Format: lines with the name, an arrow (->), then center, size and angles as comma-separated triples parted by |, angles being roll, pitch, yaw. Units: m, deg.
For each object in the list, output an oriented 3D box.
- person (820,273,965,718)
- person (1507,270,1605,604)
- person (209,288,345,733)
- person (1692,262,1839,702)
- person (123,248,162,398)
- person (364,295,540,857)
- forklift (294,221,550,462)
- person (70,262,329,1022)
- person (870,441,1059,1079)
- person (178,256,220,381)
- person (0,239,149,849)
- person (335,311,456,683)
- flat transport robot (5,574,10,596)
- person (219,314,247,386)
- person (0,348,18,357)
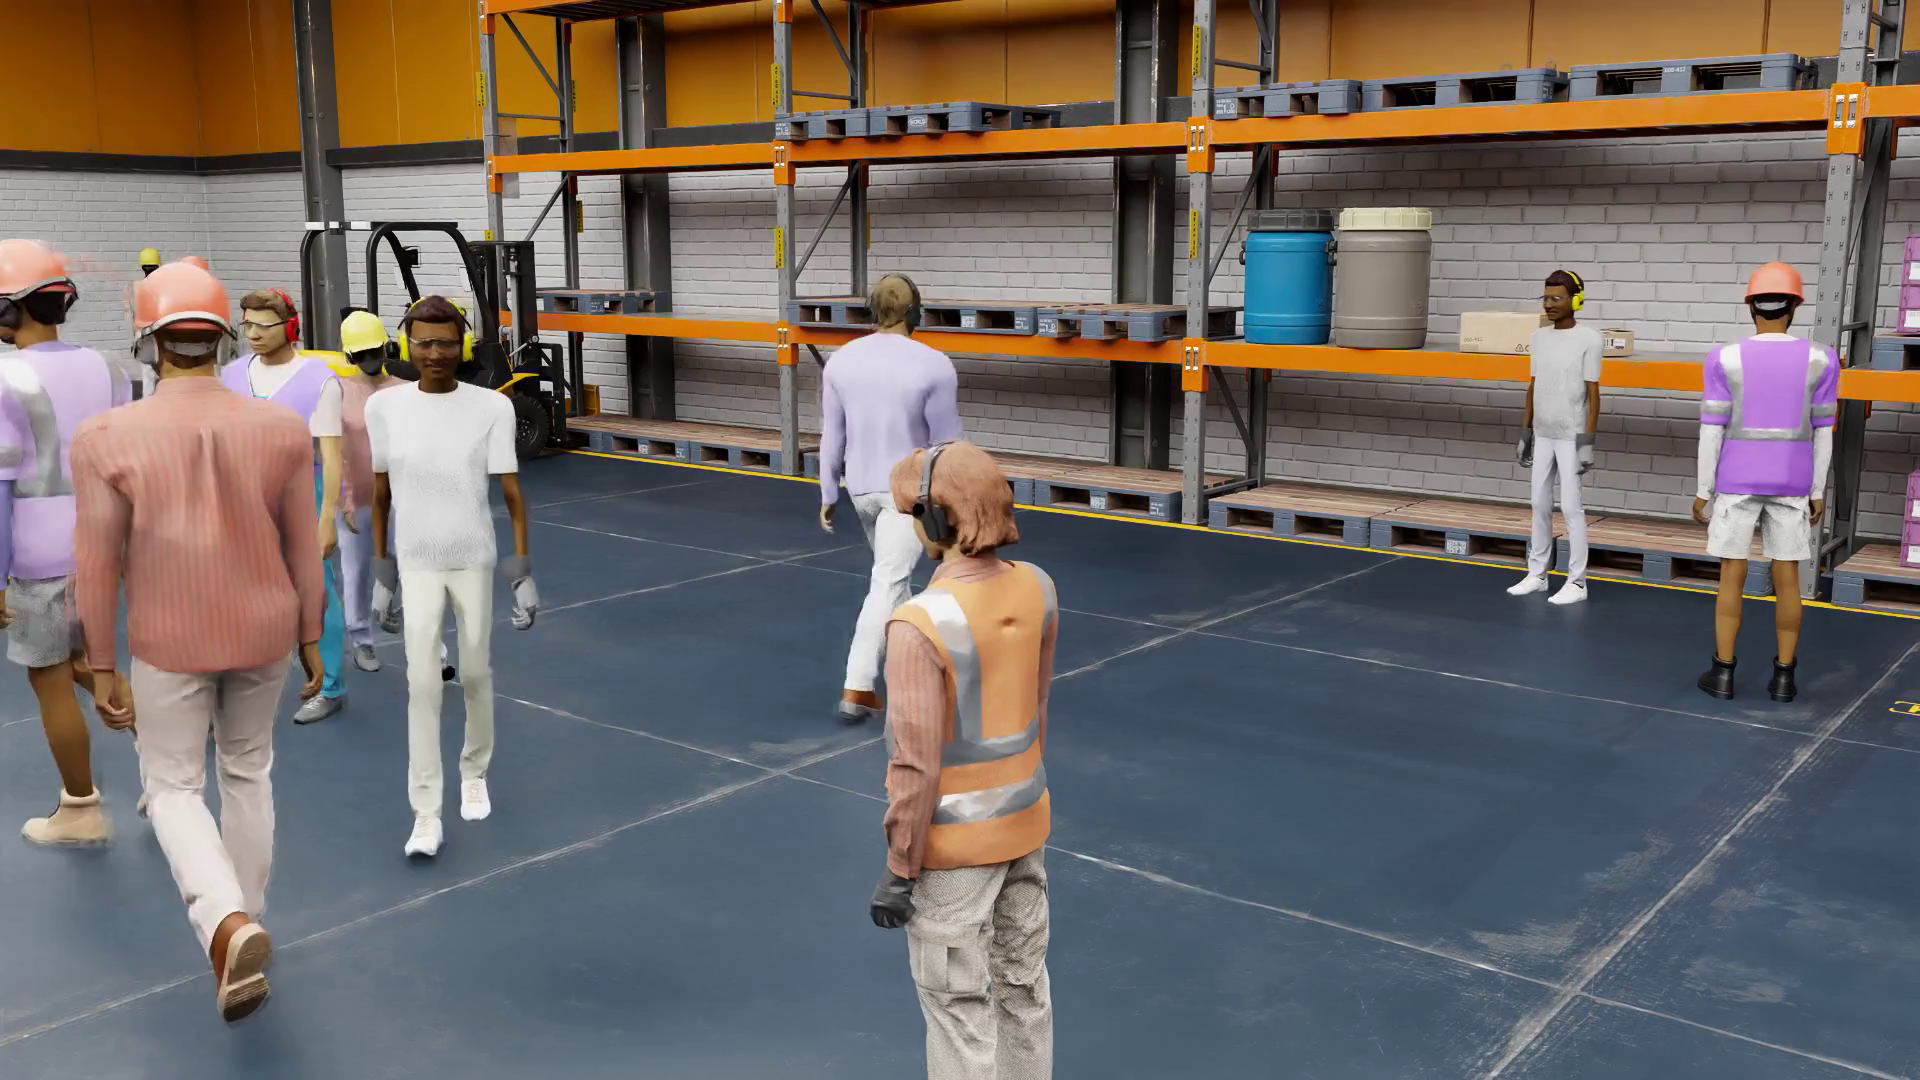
person -> -0.301, -0.208, 7.233 | 0.648, 1.890, 1.034 | 6, 12, 30
person -> 3.349, -0.572, 9.319 | 0.320, 1.860, 0.505 | -6, 12, -29
person -> -2.813, -0.099, 6.766 | 0.598, 1.819, 0.746 | 3, 11, 18
person -> 3.516, -0.246, 7.314 | 0.545, 1.927, 0.385 | 3, 11, 16
person -> -8.674, -2.171, 17.969 | 0.587, 1.930, 0.361 | -2, 10, -13
person -> -1.711, 0.104, 5.617 | 0.568, 1.853, 0.642 | -2, 10, -12
forklift -> -4.922, -1.741, 14.854 | 1.214, 2.155, 2.313 | 8, 13, 38
person -> -1.947, 0.268, 4.355 | 0.623, 1.969, 0.790 | -8, 13, -39
person -> 0.017, 0.613, 3.345 | 0.311, 1.640, 0.512 | 7, 12, 34
person -> -5.768, -1.153, 12.438 | 0.813, 1.915, 0.557 | 2, 10, 11
person -> -2.931, 0.041, 5.456 | 0.516, 2.029, 0.605 | 2, 10, 11
person -> -2.624, -0.180, 7.553 | 0.530, 1.701, 0.962 | -8, 13, -37
flat transport robot -> -5.762, 0.187, 9.500 | 1.431, 0.197, 0.652 | 0, 10, -2
person -> -6.090, -1.275, 13.559 | 0.657, 1.713, 0.505 | 6, 12, 31
person -> -5.052, -0.479, 9.112 | 0.530, 1.740, 0.727 | -3, 11, -18
